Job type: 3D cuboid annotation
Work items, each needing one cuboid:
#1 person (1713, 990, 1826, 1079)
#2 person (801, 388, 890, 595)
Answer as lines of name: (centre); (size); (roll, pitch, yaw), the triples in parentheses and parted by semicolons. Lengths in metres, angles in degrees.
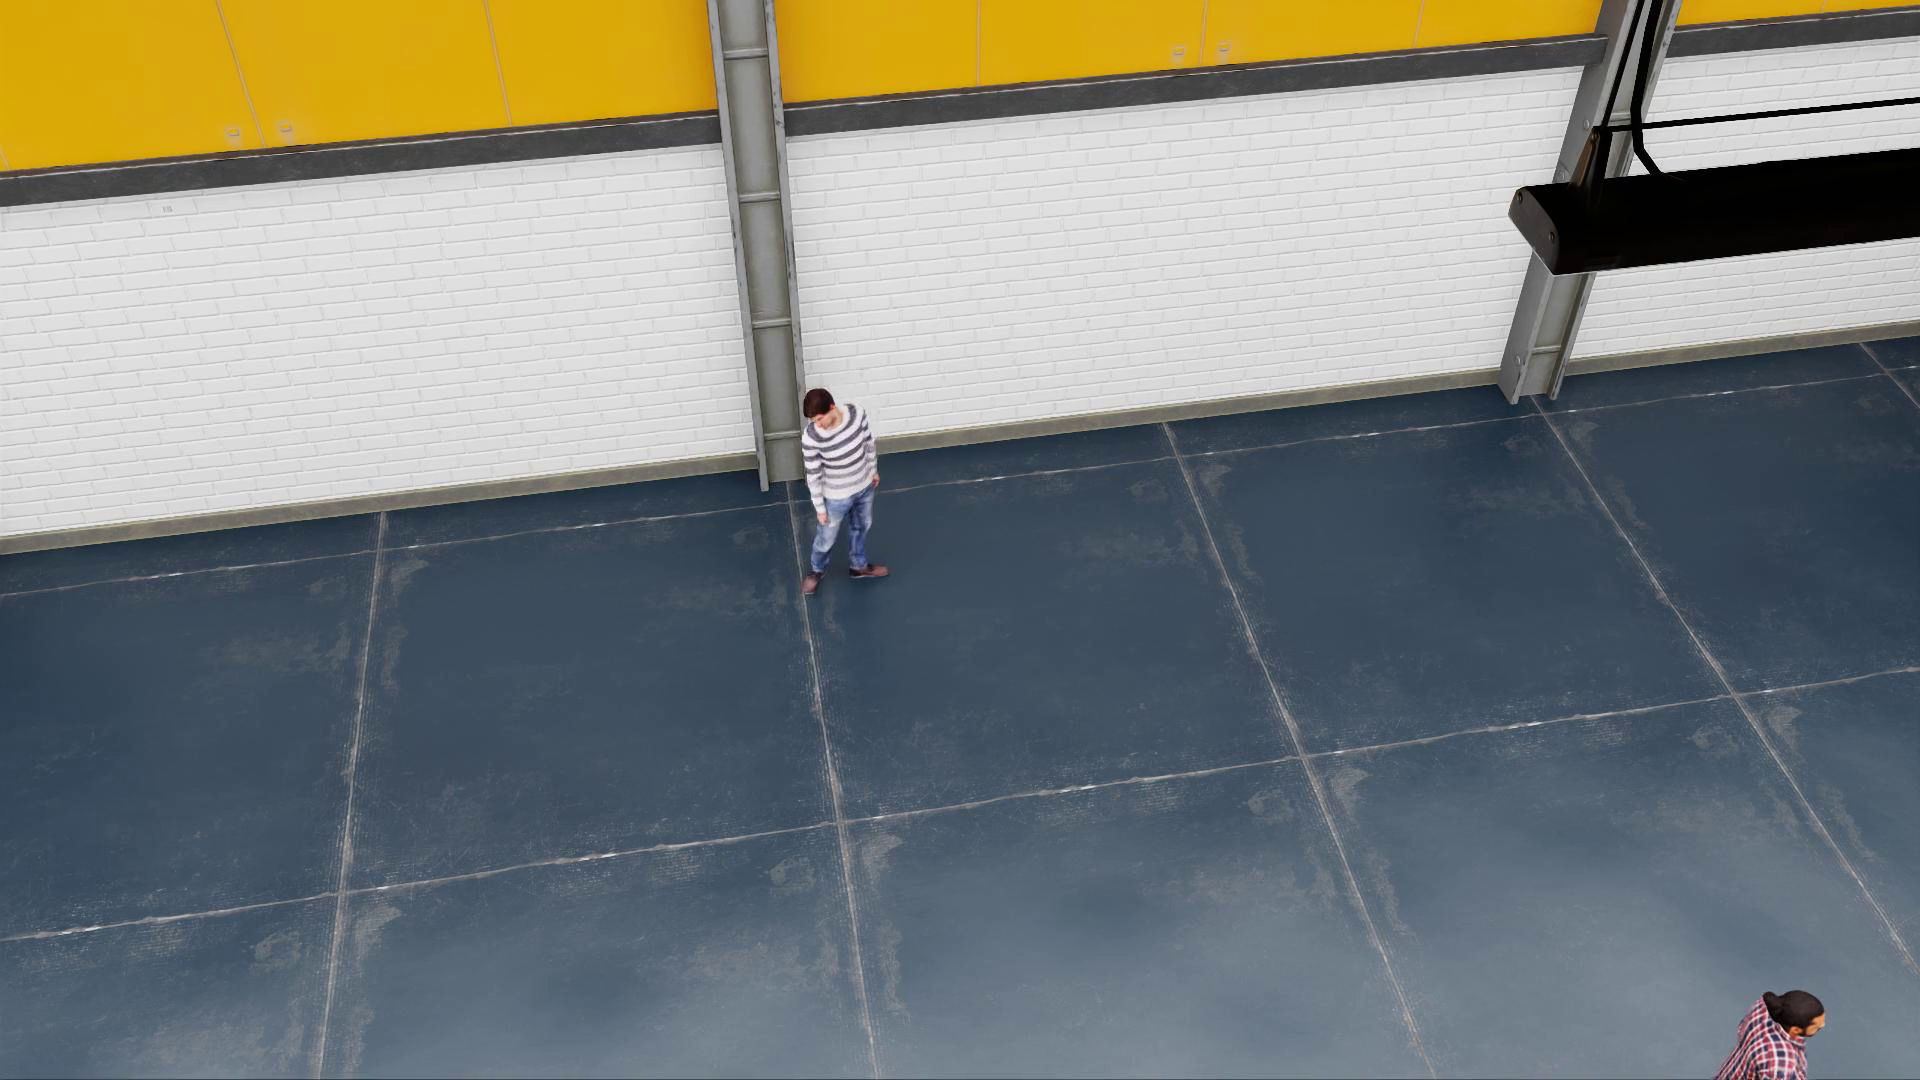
person: (3.814, 2.700, 8.048); (0.729, 1.761, 0.768); (8, 44, 8)
person: (-0.753, -0.389, 11.254); (0.922, 1.811, 0.760); (27, 50, 25)
